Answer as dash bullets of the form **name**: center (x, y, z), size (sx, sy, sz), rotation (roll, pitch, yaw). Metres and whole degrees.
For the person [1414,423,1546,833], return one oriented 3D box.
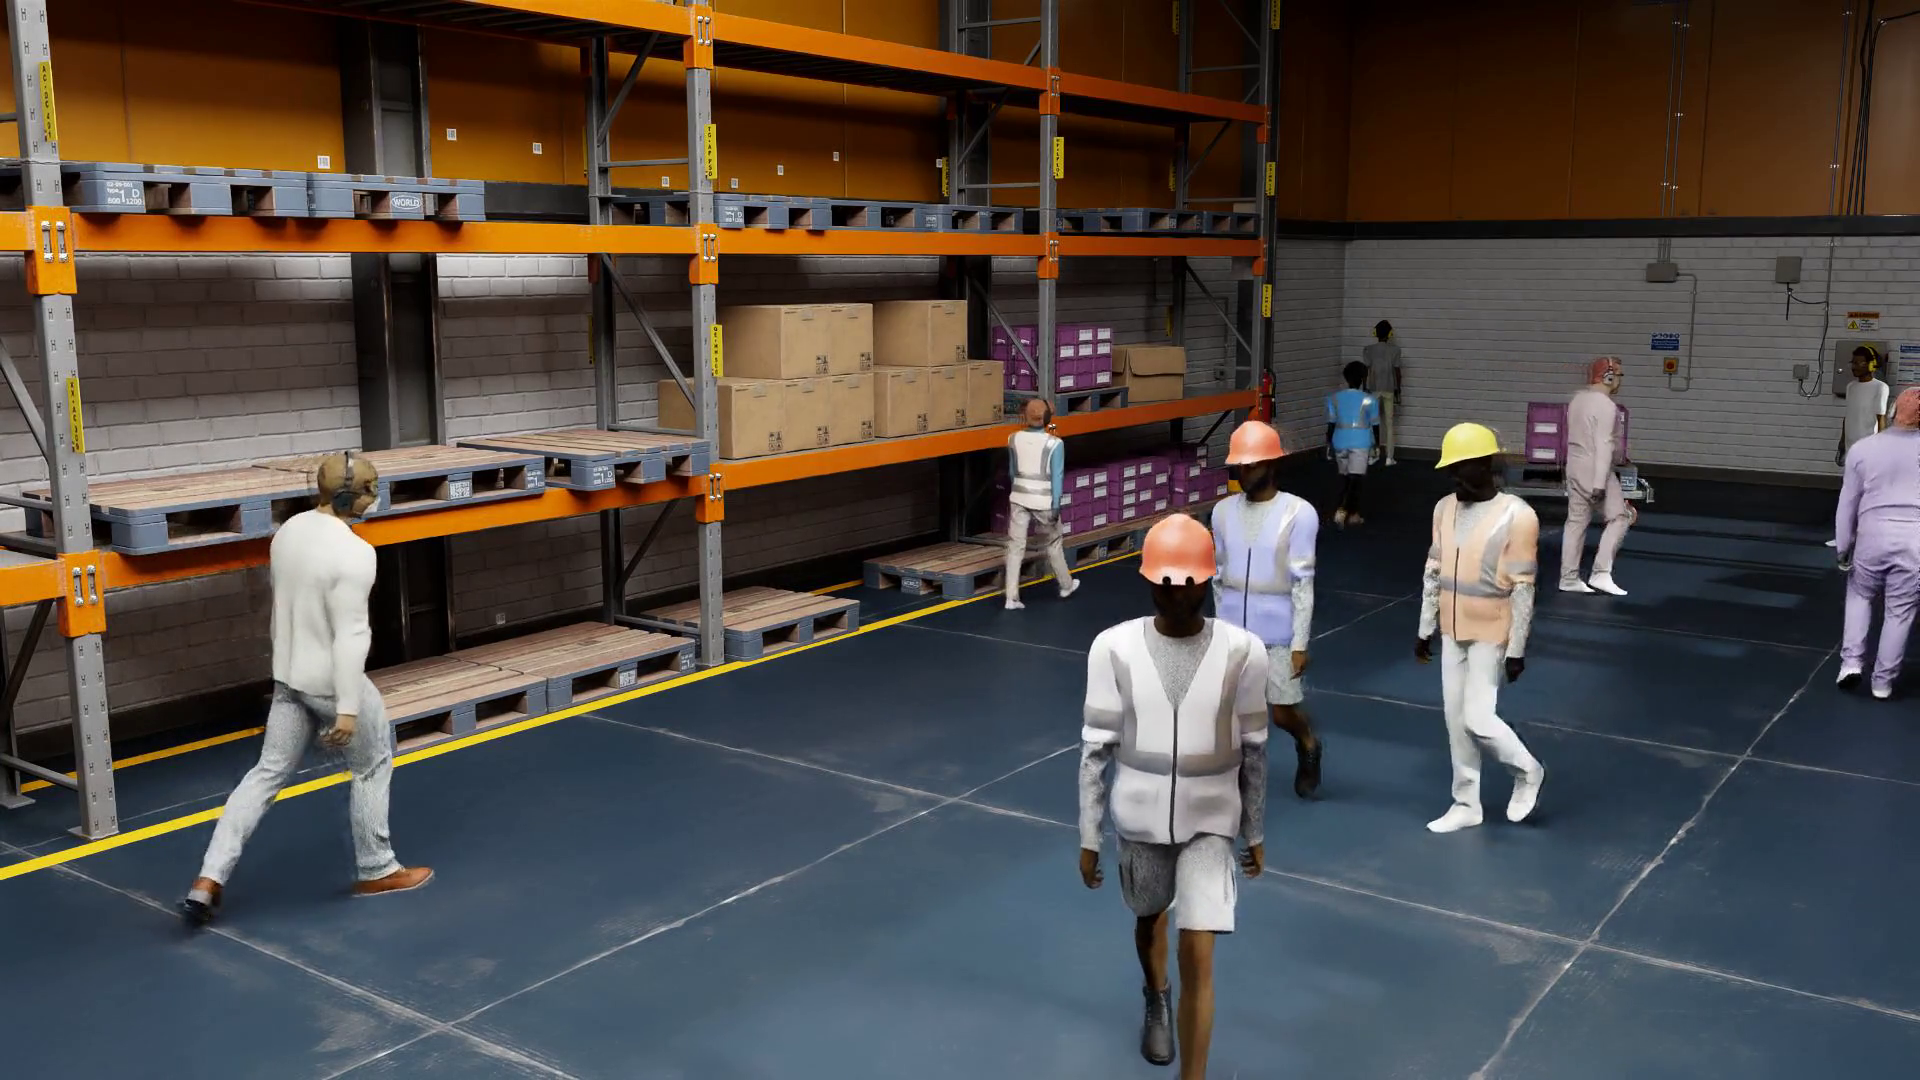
- **person**: center (2.395, 0.409, 7.632), size (0.479, 1.899, 0.594), rotation (-5, 11, -27)

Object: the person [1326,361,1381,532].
- **person**: center (3.816, -0.918, 16.249), size (0.532, 1.668, 0.859), rotation (8, 12, 38)

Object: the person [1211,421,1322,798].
- **person**: center (1.423, 0.389, 7.721), size (0.548, 1.912, 0.814), rotation (7, 12, 36)

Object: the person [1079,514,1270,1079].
- **person**: center (0.655, 0.839, 5.120), size (0.564, 1.889, 1.007), rotation (2, 10, 11)

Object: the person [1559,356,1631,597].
- **person**: center (5.033, -0.494, 13.068), size (0.597, 1.884, 0.648), rotation (-1, 10, -7)

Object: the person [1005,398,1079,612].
- **person**: center (0.599, -0.278, 12.625), size (0.516, 1.595, 0.855), rotation (5, 11, 30)

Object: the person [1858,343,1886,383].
- **person**: center (9.891, -1.286, 18.204), size (0.483, 1.736, 0.312), rotation (-8, 12, -39)

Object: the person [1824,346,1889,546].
- **person**: center (8.176, -0.828, 15.116), size (0.316, 1.861, 0.514), rotation (-2, 10, -10)

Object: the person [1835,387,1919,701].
- **person**: center (5.596, 0.027, 9.953), size (0.653, 1.883, 0.438), rotation (5, 11, 26)

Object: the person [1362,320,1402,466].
- **person**: center (5.418, -1.887, 21.383), size (0.519, 1.874, 0.326), rotation (3, 10, 19)

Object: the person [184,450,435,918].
- **person**: center (-2.643, 0.594, 6.616), size (0.676, 1.894, 0.918), rotation (7, 12, 36)
